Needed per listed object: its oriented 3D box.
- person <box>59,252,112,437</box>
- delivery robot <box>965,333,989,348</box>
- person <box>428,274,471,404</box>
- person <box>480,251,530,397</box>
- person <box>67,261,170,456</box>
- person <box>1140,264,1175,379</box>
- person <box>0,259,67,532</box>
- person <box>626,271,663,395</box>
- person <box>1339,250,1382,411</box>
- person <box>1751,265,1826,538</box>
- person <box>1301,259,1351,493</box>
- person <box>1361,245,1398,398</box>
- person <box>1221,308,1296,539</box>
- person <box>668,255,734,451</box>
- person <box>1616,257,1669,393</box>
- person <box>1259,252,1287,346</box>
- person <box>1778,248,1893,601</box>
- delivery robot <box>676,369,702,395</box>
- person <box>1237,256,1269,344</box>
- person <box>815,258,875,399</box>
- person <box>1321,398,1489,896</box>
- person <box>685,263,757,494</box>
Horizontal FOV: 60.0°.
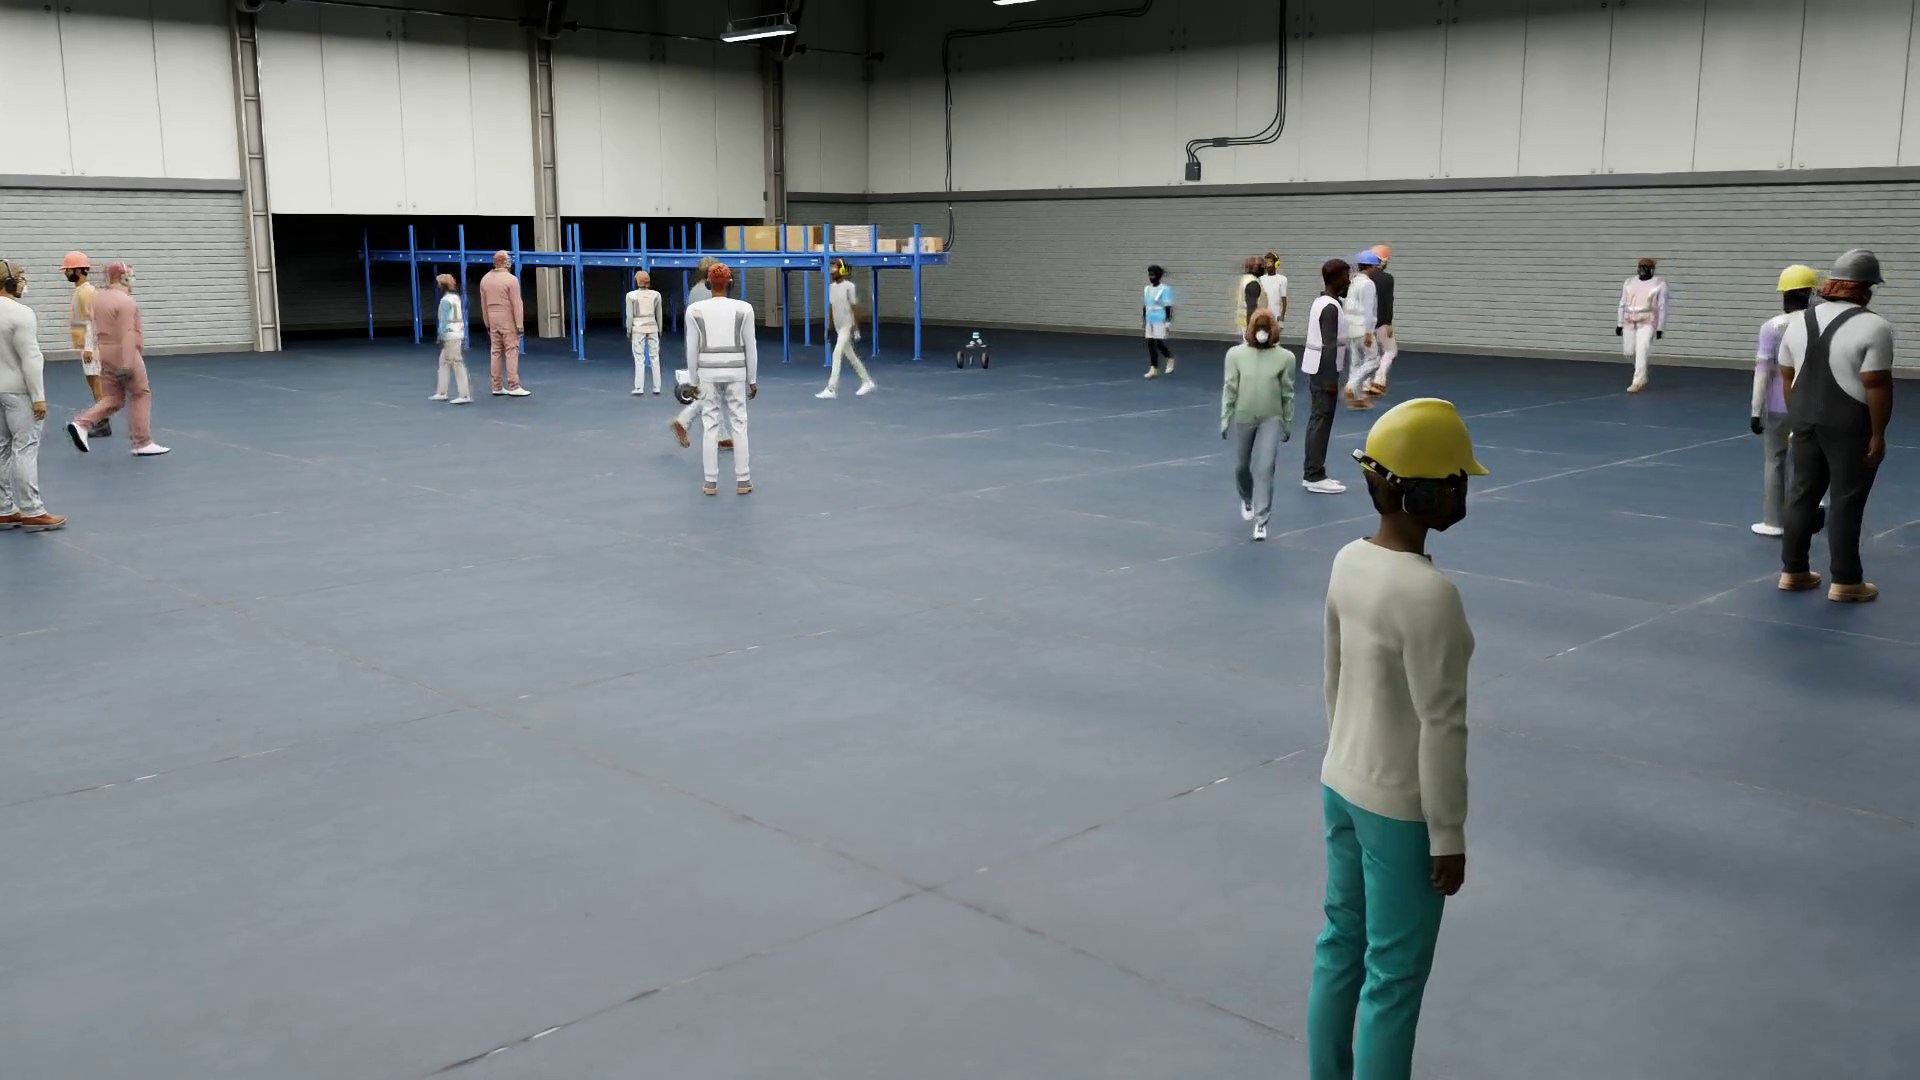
[{"bbox_3d":[-9.265,-2.073,17.613,0.371,1.935,0.551,-5,12,-28],"label":"person"},{"bbox_3d":[0.254,-3.228,26.825,0.335,0.223,0.698,3,10,13],"label":"delivery robot"},{"bbox_3d":[-6.494,-2.518,20.891,0.681,1.613,0.538,-1,10,-3],"label":"person"},{"bbox_3d":[-5.998,-2.857,21.972,0.654,1.906,0.408,6,12,29],"label":"person"},{"bbox_3d":[-8.105,-1.727,15.911,0.652,1.878,0.768,8,13,38],"label":"person"},{"bbox_3d":[2.933,-3.243,24.692,0.406,1.682,0.551,-7,13,-34],"label":"person"},{"bbox_3d":[-6.814,-1.039,11.969,0.630,1.938,0.366,5,12,26],"label":"person"},{"bbox_3d":[-4.201,-2.755,22.144,0.523,1.639,0.306,-7,12,-32],"label":"person"},{"bbox_3d":[4.854,-2.519,20.050,0.429,1.932,0.633,-1,10,-7],"label":"person"},{"bbox_3d":[5.812,-0.949,11.562,0.604,1.908,0.493,-1,10,-5],"label":"person"},{"bbox_3d":[3.032,-1.370,13.833,0.370,1.916,0.597,1,10,5],"label":"person"},{"bbox_3d":[5.461,-2.836,21.644,0.518,1.980,0.644,-6,12,-31],"label":"person"},{"bbox_3d":[2.121,-0.851,11.821,0.501,1.607,0.724,3,11,13],"label":"person"},{"bbox_3d":[-2.494,-1.819,16.279,0.735,1.922,0.651,-4,11,-22],"label":"person"},{"bbox_3d":[9.292,-2.934,22.629,0.737,1.821,0.632,-9,13,-39],"label":"person"},{"bbox_3d":[4.354,-3.108,23.443,0.513,1.872,0.328,10,14,43],"label":"person"},{"bbox_3d":[5.191,-0.667,9.779,0.537,2.000,0.686,-4,11,-22],"label":"person"},{"bbox_3d":[-3.256,-2.061,21.181,0.707,0.478,0.477,-2,11,-12],"label":"delivery robot"},{"bbox_3d":[4.020,-2.969,22.795,0.440,1.826,0.641,0,10,1],"label":"person"},{"bbox_3d":[-1.506,-2.799,21.905,0.973,1.827,0.534,-8,13,-36],"label":"person"},{"bbox_3d":[0.964,0.572,3.659,0.312,1.769,0.522,-2,11,-13],"label":"person"},{"bbox_3d":[-1.949,-1.321,13.666,0.574,1.882,0.356,-1,10,-5],"label":"person"}]
